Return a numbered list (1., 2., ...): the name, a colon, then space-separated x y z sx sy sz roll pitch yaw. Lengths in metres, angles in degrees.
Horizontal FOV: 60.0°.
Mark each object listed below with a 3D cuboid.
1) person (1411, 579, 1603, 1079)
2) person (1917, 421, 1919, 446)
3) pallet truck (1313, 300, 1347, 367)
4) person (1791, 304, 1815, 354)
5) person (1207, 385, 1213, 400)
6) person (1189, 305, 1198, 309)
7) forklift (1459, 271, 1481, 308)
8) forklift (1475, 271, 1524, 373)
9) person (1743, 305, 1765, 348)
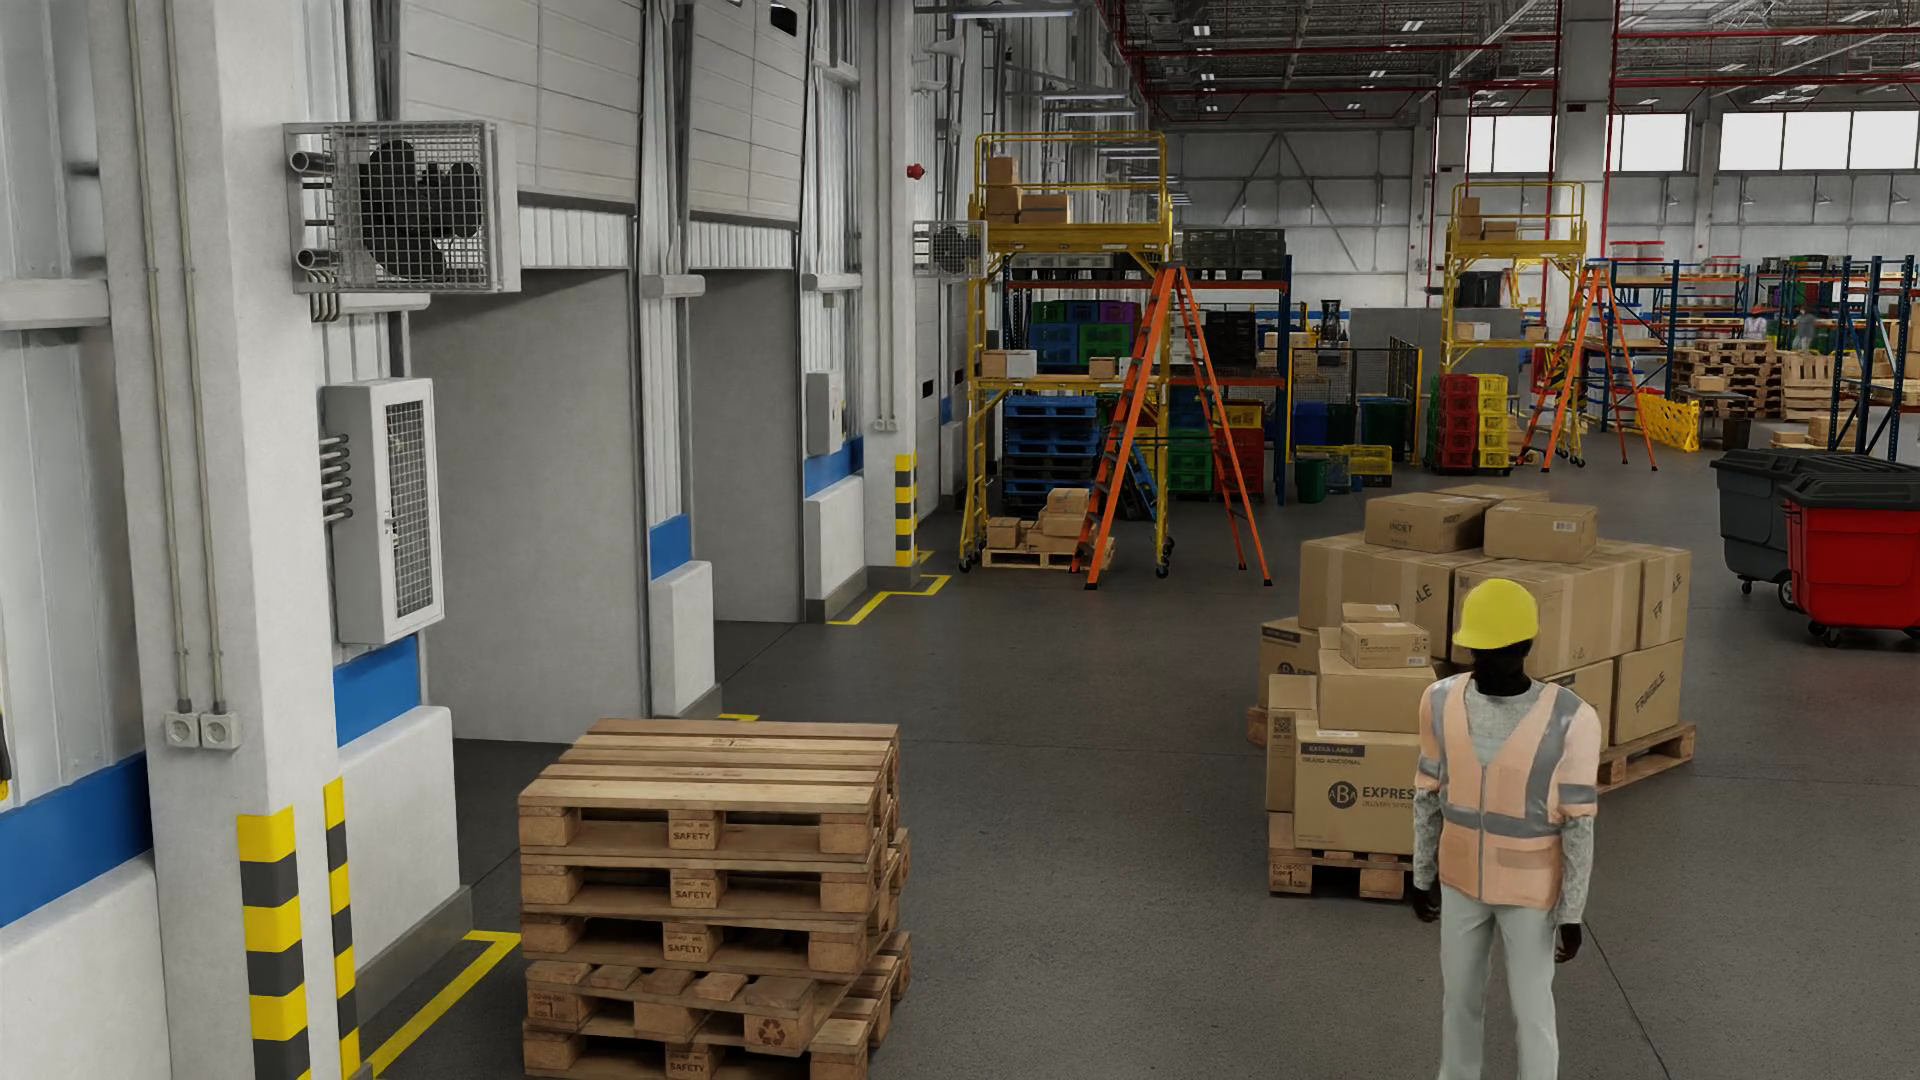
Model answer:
1. person: 1.672 1.062 5.187 0.588 1.918 0.397 8 12 41
2. person: 15.752 -2.370 26.896 0.320 1.739 0.484 8 12 42
3. pallet truck: 11.159 -6.200 49.718 0.823 1.965 1.885 4 10 26
4. person: 23.540 -5.643 46.583 0.731 1.907 0.622 -4 10 -24
5. person: 5.243 -3.645 35.097 0.313 1.634 0.514 -5 10 -26
6. person: 6.242 -5.348 44.688 0.544 1.930 0.389 -5 11 -29
7. forklift: 12.710 -5.341 41.705 1.873 2.768 1.129 1 9 9
8. forklift: 14.292 -5.913 45.235 1.873 2.768 1.129 -3 10 -17
9. person: 22.200 -5.611 46.454 0.905 1.892 0.568 -9 13 -44
